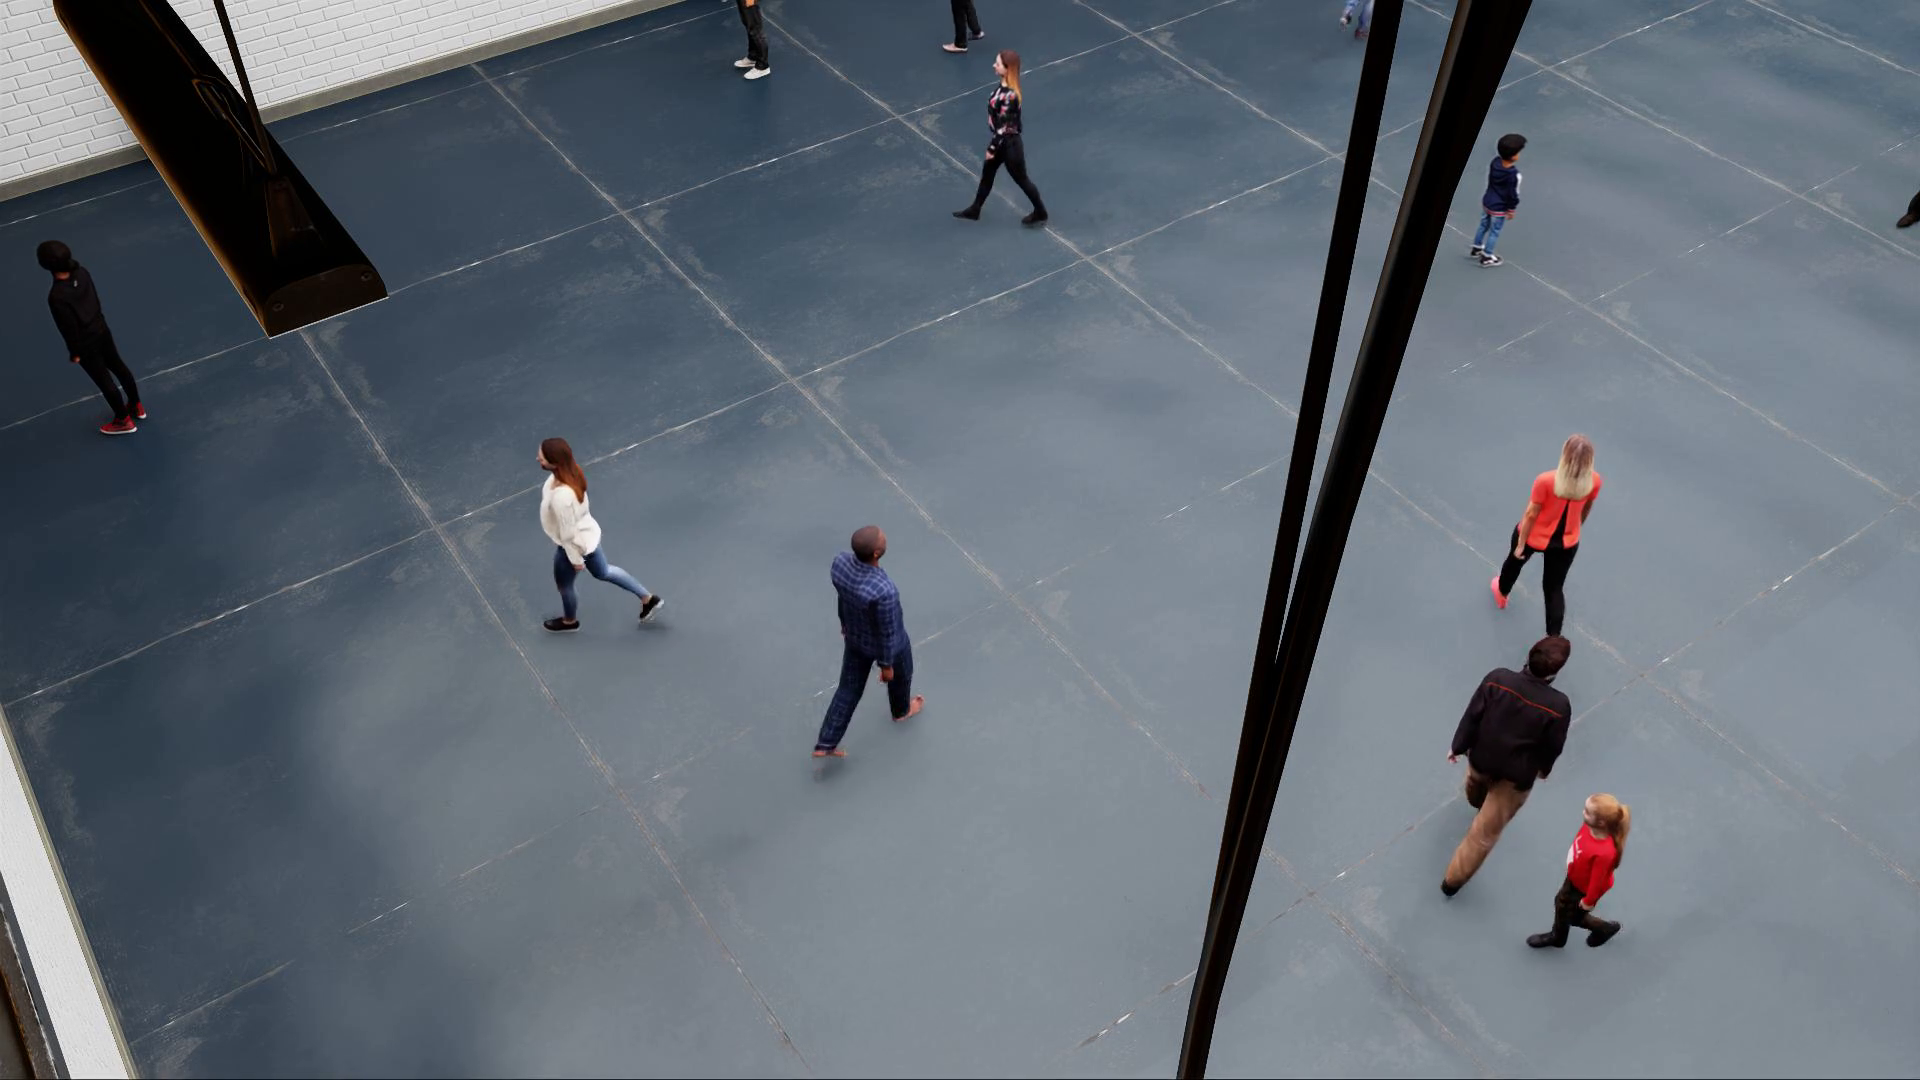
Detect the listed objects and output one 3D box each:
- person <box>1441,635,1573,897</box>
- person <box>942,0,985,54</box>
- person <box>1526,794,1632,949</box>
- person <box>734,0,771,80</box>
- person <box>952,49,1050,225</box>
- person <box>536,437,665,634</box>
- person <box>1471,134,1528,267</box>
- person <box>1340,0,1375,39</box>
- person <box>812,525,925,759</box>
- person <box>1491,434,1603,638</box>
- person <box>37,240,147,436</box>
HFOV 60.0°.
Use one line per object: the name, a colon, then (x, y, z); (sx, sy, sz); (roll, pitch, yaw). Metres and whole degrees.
person: (2.983, 1.299, 9.245); (0.998, 1.877, 1.285); (23, 48, 22)
person: (0.094, -5.694, 16.792); (0.888, 1.592, 0.803); (13, 45, 13)
person: (3.481, 1.852, 9.111); (0.798, 1.262, 0.702); (-2, 44, -2)
person: (-2.079, -5.461, 16.388); (0.630, 1.812, 0.697); (-15, 46, -15)
person: (0.493, -3.420, 14.371); (1.150, 1.639, 0.902); (-5, 44, -5)
person: (-2.388, -0.002, 10.764); (1.163, 1.666, 1.016); (0, 44, 0)
person: (4.569, -2.893, 14.120); (0.537, 1.222, 0.554); (-16, 46, -16)
person: (4.212, -5.941, 16.886); (0.742, 1.820, 0.710); (-32, 52, -29)
person: (-0.595, 0.643, 10.000); (0.834, 1.786, 1.188); (32, 52, 29)
person: (3.814, 0.075, 10.690); (1.154, 1.656, 1.092); (0, 44, 0)
person: (-6.456, -1.516, 12.347); (0.739, 1.674, 0.680); (7, 44, 7)
